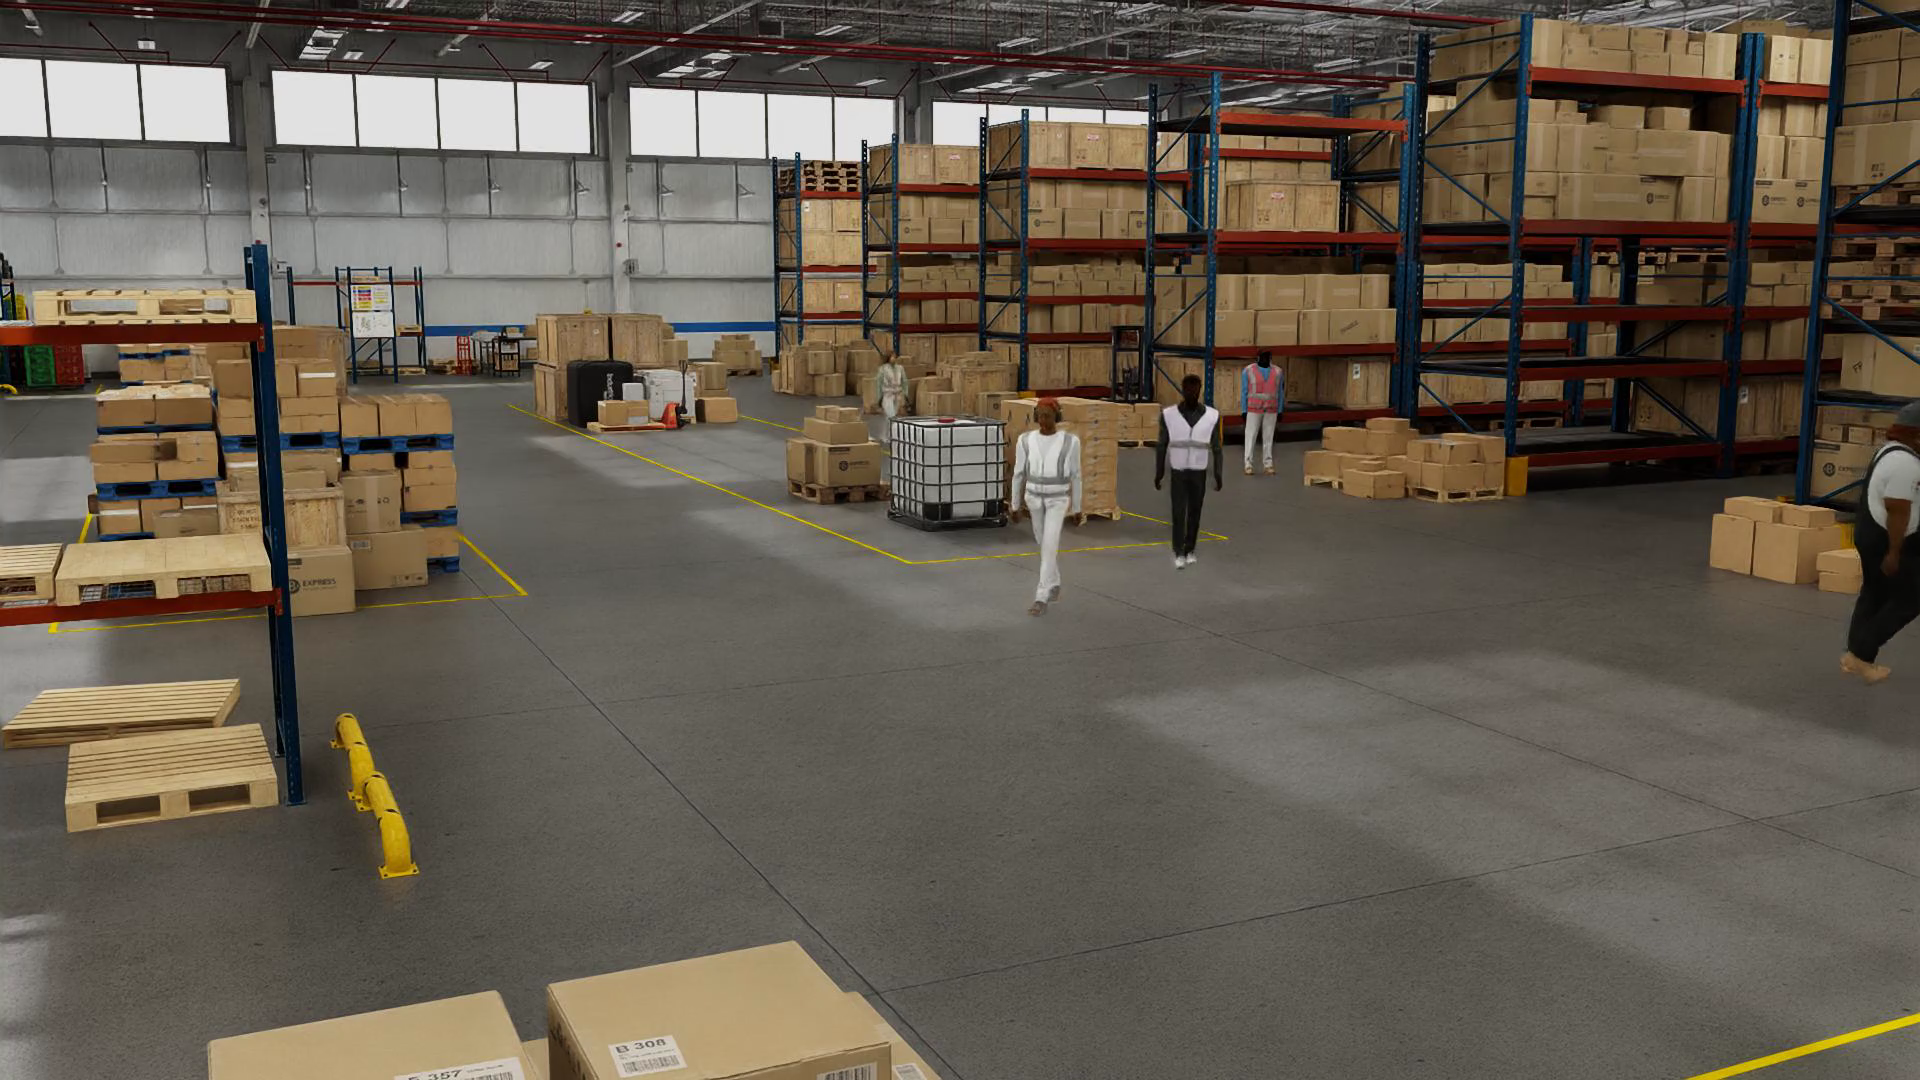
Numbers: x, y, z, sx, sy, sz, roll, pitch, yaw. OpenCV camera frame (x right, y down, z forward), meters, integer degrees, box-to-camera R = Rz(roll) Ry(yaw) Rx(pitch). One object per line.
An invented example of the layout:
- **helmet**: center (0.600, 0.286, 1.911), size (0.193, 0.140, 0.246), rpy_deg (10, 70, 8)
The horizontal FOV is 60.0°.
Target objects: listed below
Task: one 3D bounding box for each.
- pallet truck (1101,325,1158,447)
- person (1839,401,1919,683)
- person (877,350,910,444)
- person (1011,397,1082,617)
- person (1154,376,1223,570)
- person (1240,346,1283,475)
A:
- **pallet truck**: center (2.881, -2.596, 27.923), size (0.823, 1.965, 1.885), rpy_deg (-1, 9, -7)
- **person**: center (6.549, 0.007, 11.639), size (0.566, 2.000, 0.713), rpy_deg (3, 10, 17)
- **person**: center (-1.143, -2.369, 27.745), size (0.525, 1.598, 0.845), rpy_deg (-6, 11, -34)
- **person**: center (0.749, -0.319, 14.305), size (0.589, 1.840, 0.970), rpy_deg (4, 10, 22)
- **person**: center (2.247, -0.638, 16.224), size (0.644, 1.851, 0.947), rpy_deg (0, 9, -1)
- **person**: center (4.314, -1.843, 23.741), size (0.624, 1.844, 0.429), rpy_deg (-1, 9, -6)
